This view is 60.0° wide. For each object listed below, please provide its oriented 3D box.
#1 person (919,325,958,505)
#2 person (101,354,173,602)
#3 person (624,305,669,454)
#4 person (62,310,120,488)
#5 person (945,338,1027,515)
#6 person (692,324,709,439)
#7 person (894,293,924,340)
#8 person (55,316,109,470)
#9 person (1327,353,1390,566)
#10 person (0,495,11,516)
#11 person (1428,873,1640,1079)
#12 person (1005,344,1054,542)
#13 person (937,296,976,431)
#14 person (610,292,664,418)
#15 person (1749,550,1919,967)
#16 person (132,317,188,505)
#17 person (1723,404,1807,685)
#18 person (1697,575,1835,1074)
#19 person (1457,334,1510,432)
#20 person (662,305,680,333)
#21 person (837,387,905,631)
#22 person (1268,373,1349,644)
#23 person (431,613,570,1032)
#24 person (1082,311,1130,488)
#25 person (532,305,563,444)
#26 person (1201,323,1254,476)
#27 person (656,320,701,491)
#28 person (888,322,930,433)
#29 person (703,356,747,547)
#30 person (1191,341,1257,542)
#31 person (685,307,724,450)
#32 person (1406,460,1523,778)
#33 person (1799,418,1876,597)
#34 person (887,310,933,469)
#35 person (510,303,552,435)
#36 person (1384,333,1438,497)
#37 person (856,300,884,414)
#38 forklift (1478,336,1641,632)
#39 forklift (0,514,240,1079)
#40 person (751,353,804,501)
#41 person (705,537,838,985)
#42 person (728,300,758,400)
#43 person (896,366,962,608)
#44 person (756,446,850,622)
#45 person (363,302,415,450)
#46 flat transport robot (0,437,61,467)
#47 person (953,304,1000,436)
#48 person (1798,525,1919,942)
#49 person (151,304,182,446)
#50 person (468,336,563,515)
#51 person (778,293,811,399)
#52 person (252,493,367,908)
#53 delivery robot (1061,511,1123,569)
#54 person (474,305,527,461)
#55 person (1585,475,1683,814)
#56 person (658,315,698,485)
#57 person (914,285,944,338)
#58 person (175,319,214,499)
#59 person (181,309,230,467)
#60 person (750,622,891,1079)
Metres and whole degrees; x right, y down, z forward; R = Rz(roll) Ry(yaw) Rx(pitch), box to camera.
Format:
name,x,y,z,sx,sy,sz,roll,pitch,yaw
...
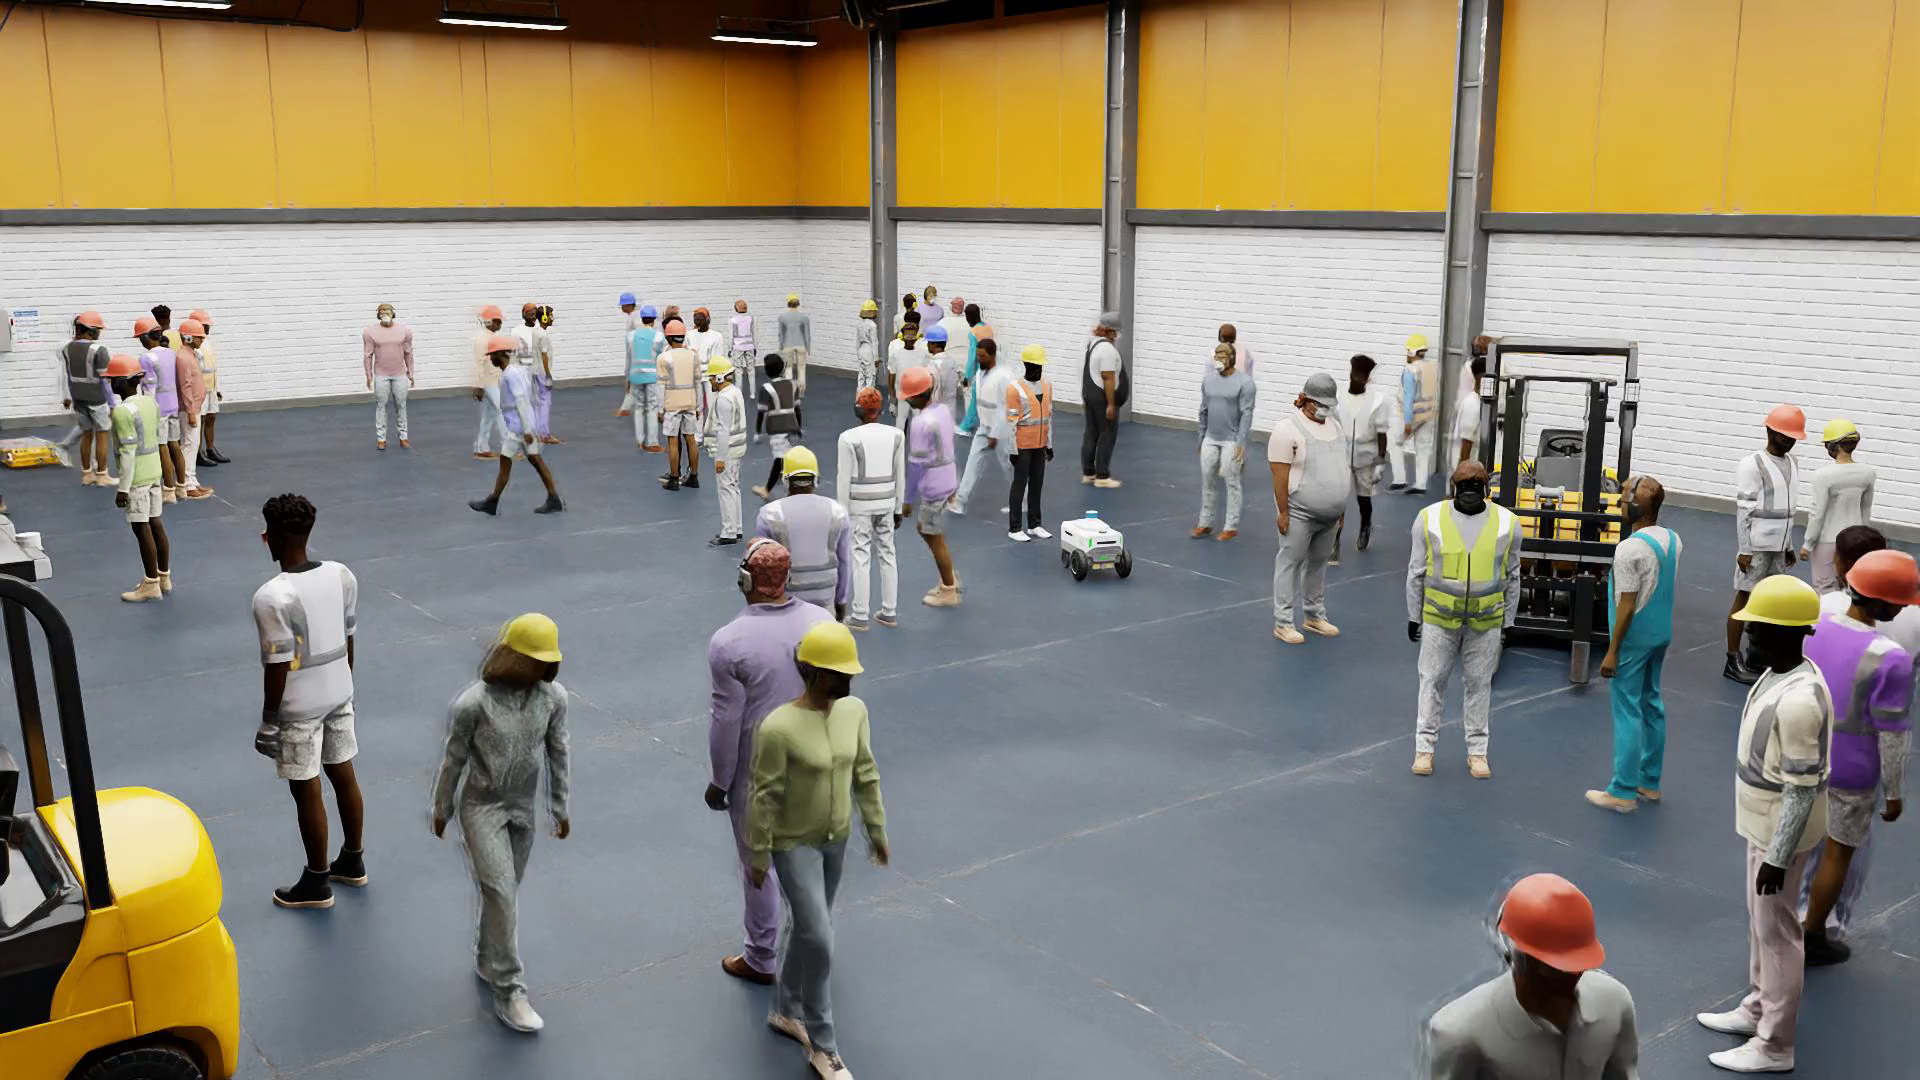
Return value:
name,x,y,z,sx,sy,sz,roll,pitch,yaw
person,-0.230,-1.325,17.940,0.385,1.917,0.605,4,12,19
person,-6.780,-0.507,13.678,0.377,2.045,0.605,-1,12,-3
person,-4.034,-2.076,21.574,0.638,1.919,0.525,2,12,8
person,-9.905,-1.604,19.028,0.632,2.026,0.408,4,12,19
person,0.289,-1.165,17.303,1.042,1.858,0.601,-7,13,-29
person,-3.567,-2.213,22.915,0.285,1.631,0.501,4,12,19
person,-0.755,-2.790,25.125,0.520,1.871,0.326,4,12,18
person,-10.690,-1.778,20.193,0.485,1.891,0.648,1,12,5
person,3.618,-0.765,15.232,0.602,1.928,0.866,4,12,18
person,-10.437,-1.234,17.388,1.086,1.978,0.627,7,14,32
person,1.436,1.619,4.260,0.553,1.705,0.936,-5,13,-22
person,0.689,-0.940,16.089,0.393,1.919,0.581,11,16,44
person,-0.027,-2.499,23.627,0.642,1.910,0.401,-1,12,-5
person,-4.870,-2.786,25.111,0.852,1.887,0.643,-3,12,-15
person,3.670,0.949,7.019,0.552,1.897,0.606,-5,13,-24
person,-8.661,-1.389,17.963,0.392,2.033,0.605,1,12,5
person,5.533,0.028,11.377,0.542,1.928,0.374,-7,13,-29
person,3.069,1.077,6.307,0.388,1.927,0.589,4,12,20
person,5.774,-1.345,18.282,0.630,1.824,0.607,-5,13,-23
person,-4.485,-2.860,26.078,0.504,1.621,0.518,-6,13,-27
person,-0.687,-0.237,12.783,0.568,1.879,0.352,-7,14,-30
person,2.659,-0.253,12.459,0.674,2.000,0.535,-8,14,-34
person,-1.821,1.105,6.754,0.787,1.675,0.512,11,16,42
person,1.682,-1.638,19.147,0.535,2.000,0.759,-3,12,-14
person,-5.588,-2.223,22.412,0.334,1.865,0.501,-6,13,-26
person,3.162,-1.661,19.794,0.626,1.829,0.436,-4,12,-18
person,-3.200,-1.526,18.887,0.545,1.930,0.383,-9,15,-36
person,-0.599,-1.643,19.628,0.499,1.860,0.340,-3,12,-13
person,-2.237,-0.843,15.860,0.403,1.817,0.601,0,12,1
person,2.546,-0.948,16.072,0.408,1.939,0.637,-11,16,-44
person,-3.360,-2.110,21.837,0.578,1.879,0.352,5,13,21
person,2.878,0.452,9.541,0.632,1.841,0.429,2,12,11
person,6.234,0.012,11.864,0.523,1.761,0.330,-3,12,-15
person,-0.571,-1.797,20.097,0.613,1.962,0.364,0,12,1
person,-5.872,-2.310,22.810,0.568,1.876,0.349,-11,16,-43
person,4.995,-1.390,18.494,0.611,1.808,0.615,-10,15,-39
person,-1.388,-2.797,25.464,0.305,1.743,0.494,-9,15,-37
forklift,4.683,-0.471,13.136,1.214,2.155,2.313,4,12,20
forklift,-3.687,1.115,5.480,2.313,2.155,1.214,-9,15,-36
person,-1.992,-1.165,17.772,0.884,1.645,0.544,9,14,36
person,-0.806,0.931,7.065,0.636,1.909,0.405,-10,15,-39
person,-3.547,-3.097,27.168,0.511,1.640,0.309,-6,13,-26
person,-0.237,-0.405,13.311,0.488,1.988,0.654,4,12,17
person,-0.959,0.337,10.138,0.595,1.827,0.403,-5,13,-22
person,-7.508,-2.159,21.909,0.635,1.937,0.352,-5,13,-25
flat transport robot,-11.826,-1.121,20.947,1.431,0.197,0.652,11,16,43
person,0.230,-2.296,22.763,0.962,1.855,0.665,4,13,21
person,3.910,0.879,7.342,0.627,1.889,0.451,-1,12,-5
person,-9.980,-1.993,21.044,0.371,1.963,0.608,3,12,14
person,-4.679,-1.187,17.383,1.028,1.865,0.550,-2,12,-8
person,-2.704,-3.164,27.214,0.542,1.746,0.482,-1,12,-3
person,-3.059,0.749,7.799,0.368,1.967,0.600,4,12,19
delivery robot,1.160,-0.015,14.688,0.477,0.478,0.707,-4,12,-17
person,-5.756,-1.961,20.895,0.886,1.957,0.641,1,12,3
person,3.662,0.562,9.001,0.516,1.842,0.328,-9,14,-36
person,-3.263,-1.617,19.246,0.602,1.958,0.381,10,15,40
person,-0.494,-3.024,26.095,0.627,1.938,0.376,-9,15,-38
person,-8.471,-1.445,18.387,0.434,1.977,0.601,-4,12,-16
person,-9.334,-1.882,20.577,0.357,1.938,0.542,2,12,9
person,-0.488,1.167,6.308,0.716,1.736,0.545,11,16,42
